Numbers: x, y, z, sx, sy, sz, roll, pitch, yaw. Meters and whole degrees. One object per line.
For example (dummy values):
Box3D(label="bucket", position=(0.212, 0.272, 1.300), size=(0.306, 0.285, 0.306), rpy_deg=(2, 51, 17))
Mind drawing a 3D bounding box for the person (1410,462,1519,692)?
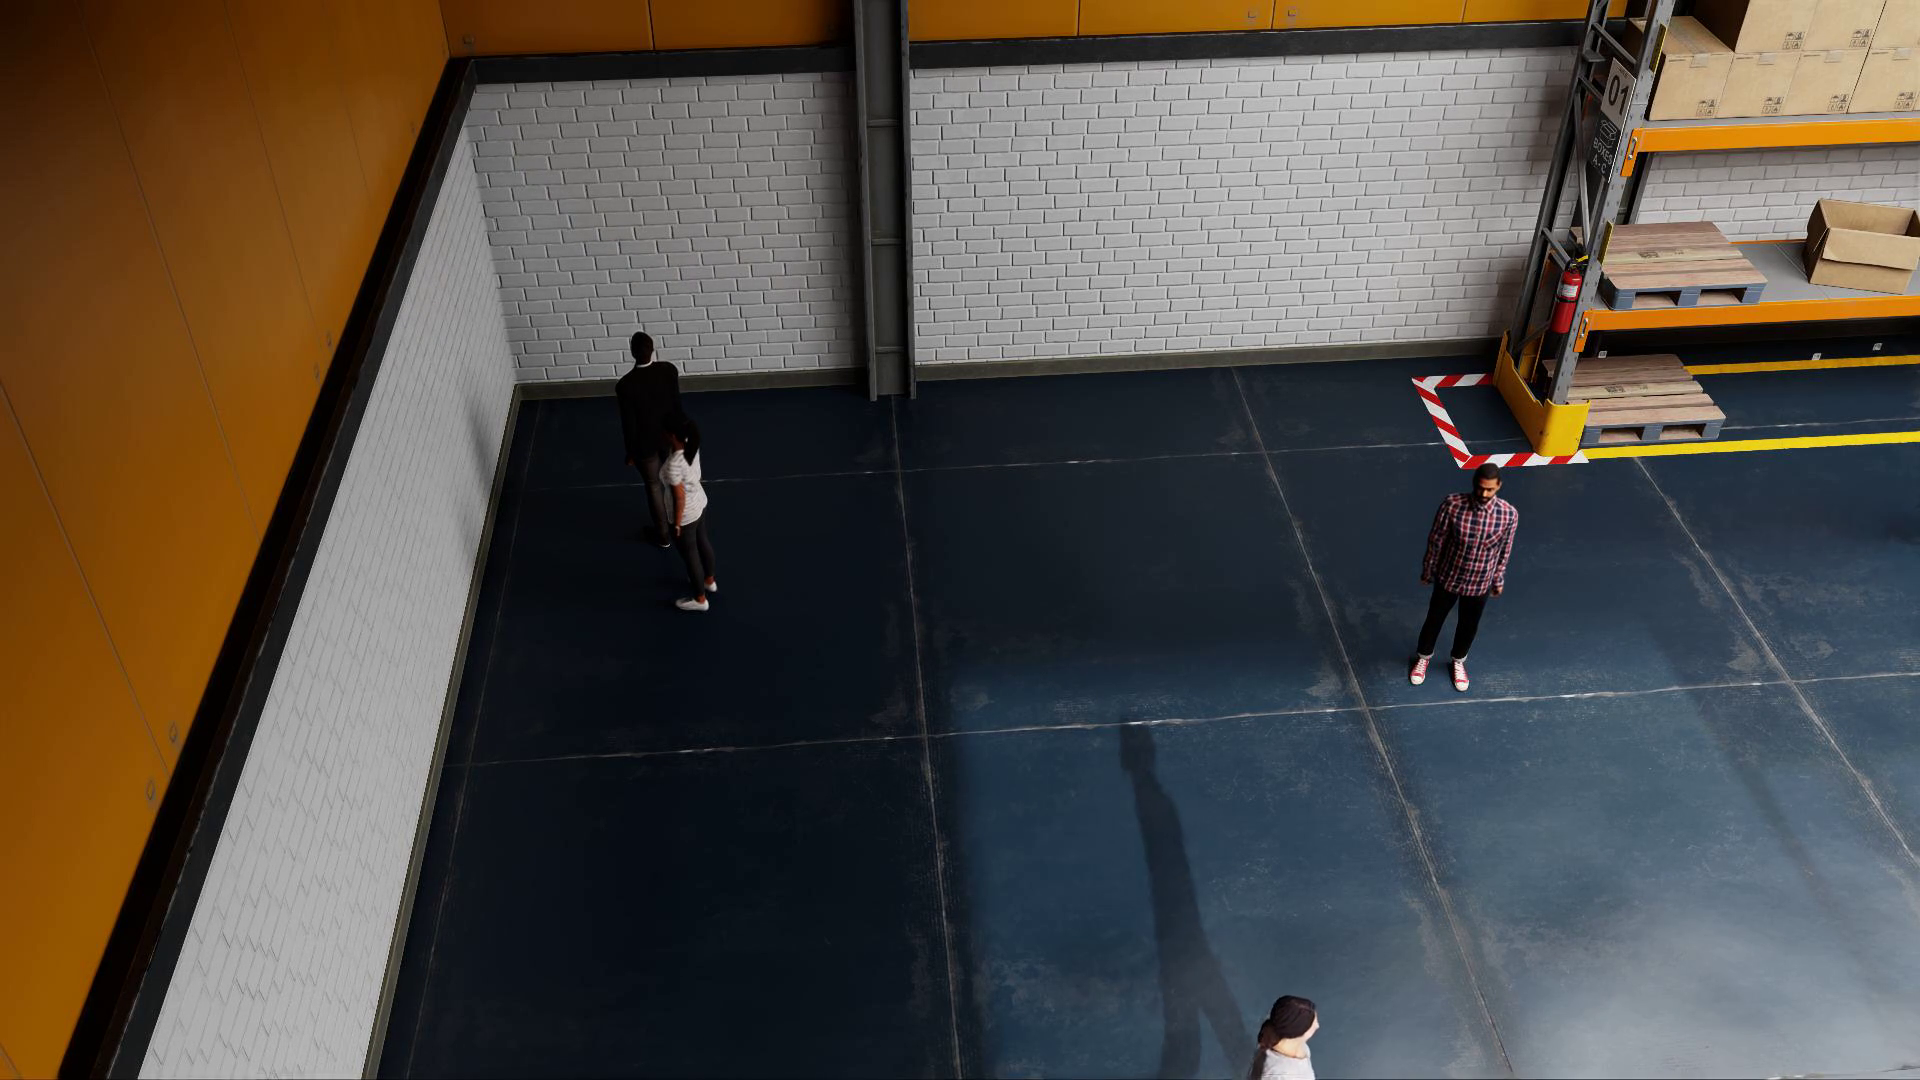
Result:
Box3D(label="person", position=(3.344, 0.227, 11.026), size=(0.636, 1.761, 0.822), rpy_deg=(7, 39, 9))

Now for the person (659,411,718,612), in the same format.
Box3D(label="person", position=(-1.907, -0.216, 11.672), size=(0.625, 1.647, 0.631), rpy_deg=(9, 39, 11))

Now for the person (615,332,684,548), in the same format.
Box3D(label="person", position=(-2.227, -0.740, 12.206), size=(0.699, 1.799, 0.809), rpy_deg=(-26, 45, -29))

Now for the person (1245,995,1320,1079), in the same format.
Box3D(label="person", position=(1.367, 2.762, 7.882), size=(1.115, 1.724, 0.693), rpy_deg=(1, 39, 1))
